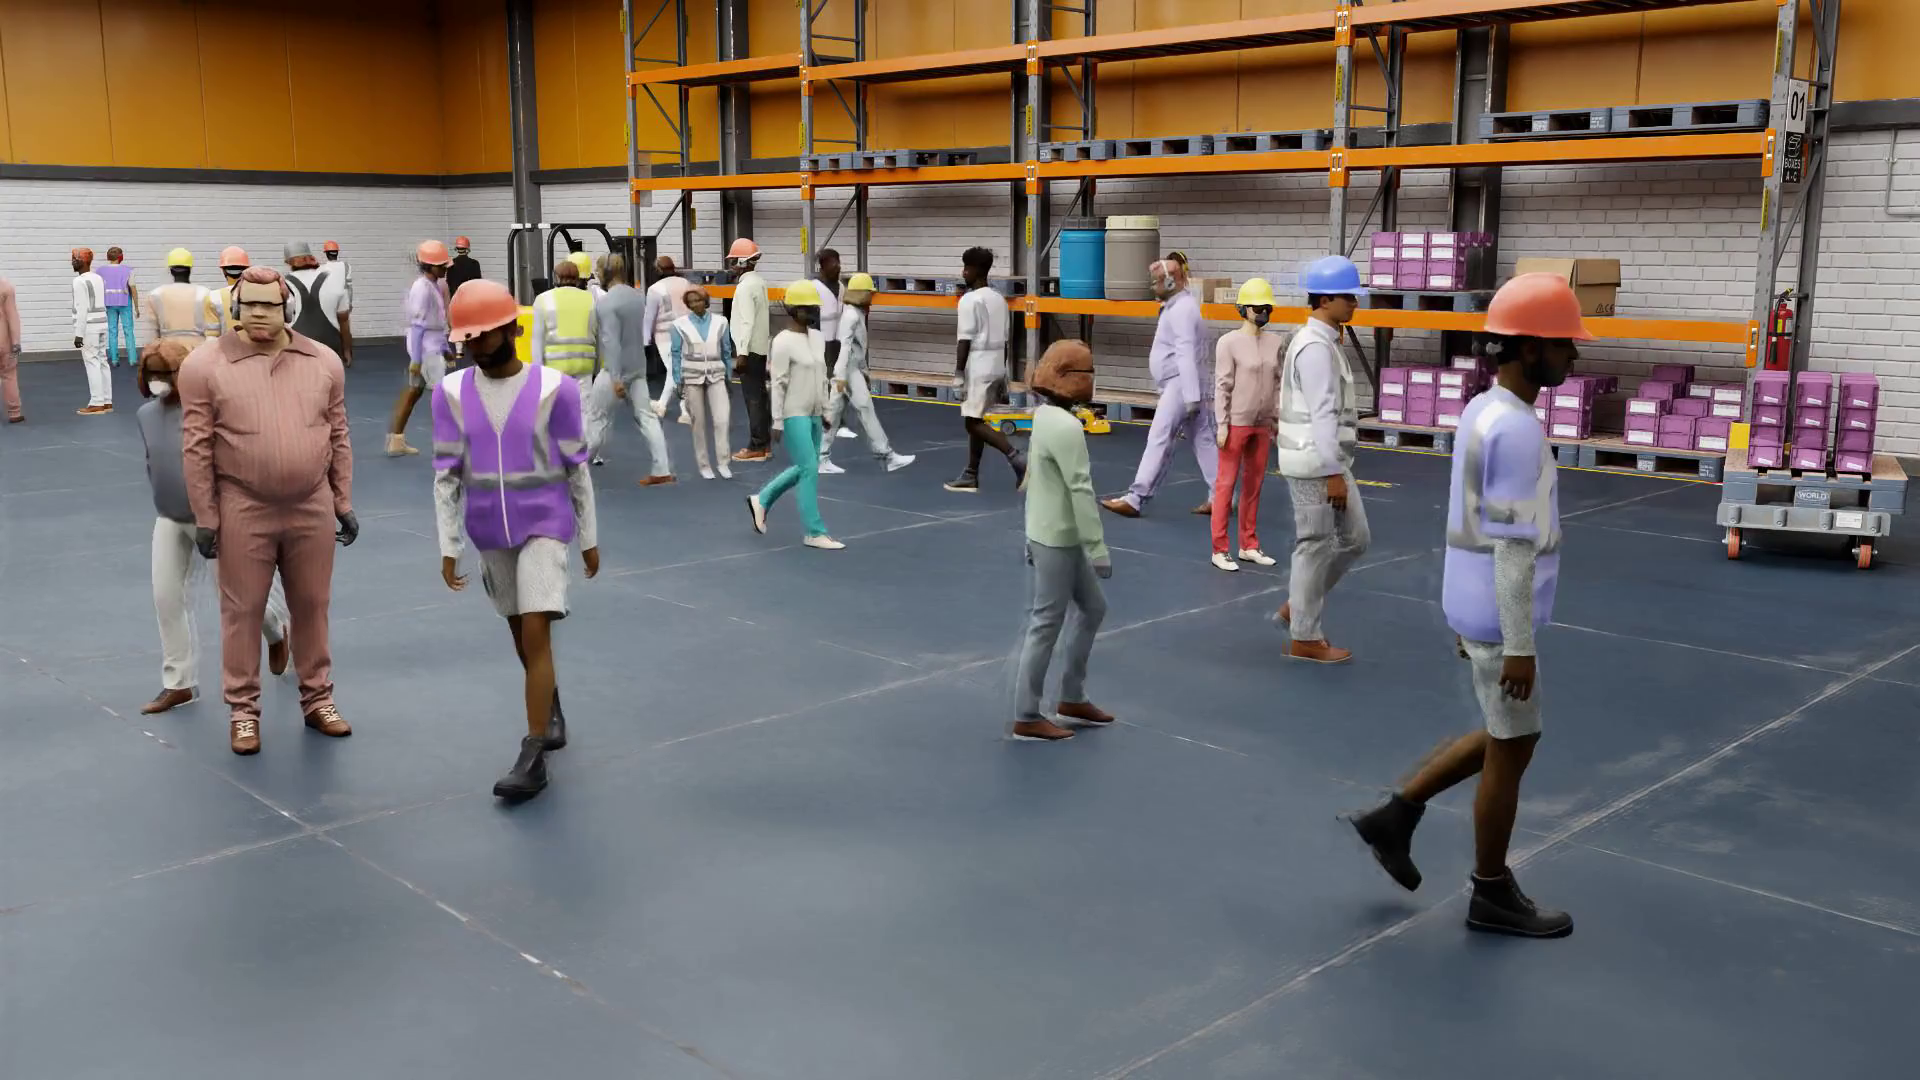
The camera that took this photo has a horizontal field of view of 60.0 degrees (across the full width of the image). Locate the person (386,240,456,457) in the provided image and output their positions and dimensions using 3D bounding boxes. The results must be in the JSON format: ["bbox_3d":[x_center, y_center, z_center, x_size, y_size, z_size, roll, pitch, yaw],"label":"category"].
[{"bbox_3d":[-4.842,-1.698,15.030,0.892,1.989,0.673,-2,11,-11],"label":"person"}]

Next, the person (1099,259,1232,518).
[{"bbox_3d":[1.504,-1.066,11.886,0.999,1.842,0.738,2,11,8],"label":"person"}]

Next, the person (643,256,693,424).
[{"bbox_3d":[-3.188,-2.170,18.058,0.965,1.788,0.636,9,14,40],"label":"person"}]

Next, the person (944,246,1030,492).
[{"bbox_3d":[0.226,-1.302,12.916,0.790,1.945,0.615,5,12,27],"label":"person"}]

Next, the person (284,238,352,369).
[{"bbox_3d":[-5.908,-1.766,15.173,0.706,2.000,0.813,-6,12,-29],"label":"person"}]

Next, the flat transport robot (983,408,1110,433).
[{"bbox_3d":[0.799,-1.234,17.100,1.431,0.197,0.652,0,10,-1],"label":"flat transport robot"}]

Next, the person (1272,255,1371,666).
[{"bbox_3d":[1.708,-0.355,7.794,0.449,1.932,0.611,4,11,22],"label":"person"}]

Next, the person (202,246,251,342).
[{"bbox_3d":[-5.800,-1.397,13.449,0.551,1.932,0.377,-6,12,-30],"label":"person"}]

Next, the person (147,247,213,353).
[{"bbox_3d":[-6.912,-1.642,14.845,0.595,1.912,0.549,-2,11,-10],"label":"person"}]

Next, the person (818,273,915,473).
[{"bbox_3d":[-0.830,-1.405,14.122,0.913,1.688,0.496,-1,10,-7],"label":"person"}]

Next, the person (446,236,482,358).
[{"bbox_3d":[-8.146,-3.988,27.409,0.615,1.997,0.373,1,10,7],"label":"person"}]

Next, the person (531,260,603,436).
[{"bbox_3d":[-3.296,-1.419,13.896,0.641,1.813,0.745,-5,12,-27],"label":"person"}]

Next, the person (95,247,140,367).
[{"bbox_3d":[-12.939,-3.575,25.570,0.571,1.843,0.373,-2,11,-10],"label":"person"}]

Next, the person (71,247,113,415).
[{"bbox_3d":[-9.875,-2.365,18.871,0.355,1.883,0.575,-1,10,-4],"label":"person"}]

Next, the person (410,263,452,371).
[{"bbox_3d":[-7.216,-2.999,22.739,0.531,1.737,0.840,-4,11,-20],"label":"person"}]

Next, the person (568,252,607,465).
[{"bbox_3d":[-3.358,-1.590,14.675,0.713,1.862,0.911,-3,11,-17],"label":"person"}]

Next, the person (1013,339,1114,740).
[{"bbox_3d":[0.466,0.016,6.627,0.576,1.616,0.507,-1,10,-3],"label":"person"}]

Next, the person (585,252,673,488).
[{"bbox_3d":[-2.773,-1.348,13.333,1.034,1.878,0.639,3,11,18],"label":"person"}]

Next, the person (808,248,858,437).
[{"bbox_3d":[-1.371,-1.994,16.820,0.734,1.905,0.609,5,12,27],"label":"person"}]

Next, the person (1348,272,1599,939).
[{"bbox_3d":[1.495,0.202,4.769,0.552,1.924,0.556,2,11,13],"label":"person"}]

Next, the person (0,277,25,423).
[{"bbox_3d":[-10.377,-2.149,17.735,0.662,1.881,0.768,-3,11,-16],"label":"person"}]

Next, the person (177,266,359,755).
[{"bbox_3d":[-2.699,-0.120,6.576,0.644,1.905,0.400,-8,13,-38],"label":"person"}]

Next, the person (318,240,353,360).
[{"bbox_3d":[-10.052,-3.842,26.778,0.544,1.938,0.356,-10,14,-43],"label":"person"}]

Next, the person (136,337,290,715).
[{"bbox_3d":[-3.294,-0.097,7.269,0.508,1.602,0.749,3,11,17],"label":"person"}]

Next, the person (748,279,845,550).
[{"bbox_3d":[-1.084,-0.820,10.816,0.735,1.743,0.527,5,12,26],"label":"person"}]

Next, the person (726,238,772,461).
[{"bbox_3d":[-1.902,-1.704,14.962,0.396,1.991,0.621,1,10,7],"label":"person"}]

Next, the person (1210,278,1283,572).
[{"bbox_3d":[1.763,-0.699,10.105,0.526,1.768,0.331,-7,12,-33],"label":"person"}]

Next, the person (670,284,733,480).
[{"bbox_3d":[-2.101,-1.282,13.671,0.531,1.614,0.578,-4,11,-21],"label":"person"}]

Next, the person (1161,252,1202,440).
[{"bbox_3d":[2.175,-1.924,16.542,0.326,1.860,0.538,-10,14,-43],"label":"person"}]

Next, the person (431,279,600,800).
[{"bbox_3d":[-1.664,-0.040,6.254,0.567,1.873,0.963,0,10,3],"label":"person"}]

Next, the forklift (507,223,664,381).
[{"bbox_3d":[-5.316,-3.263,22.920,2.313,2.155,1.214,-10,14,-44],"label":"forklift"}]
